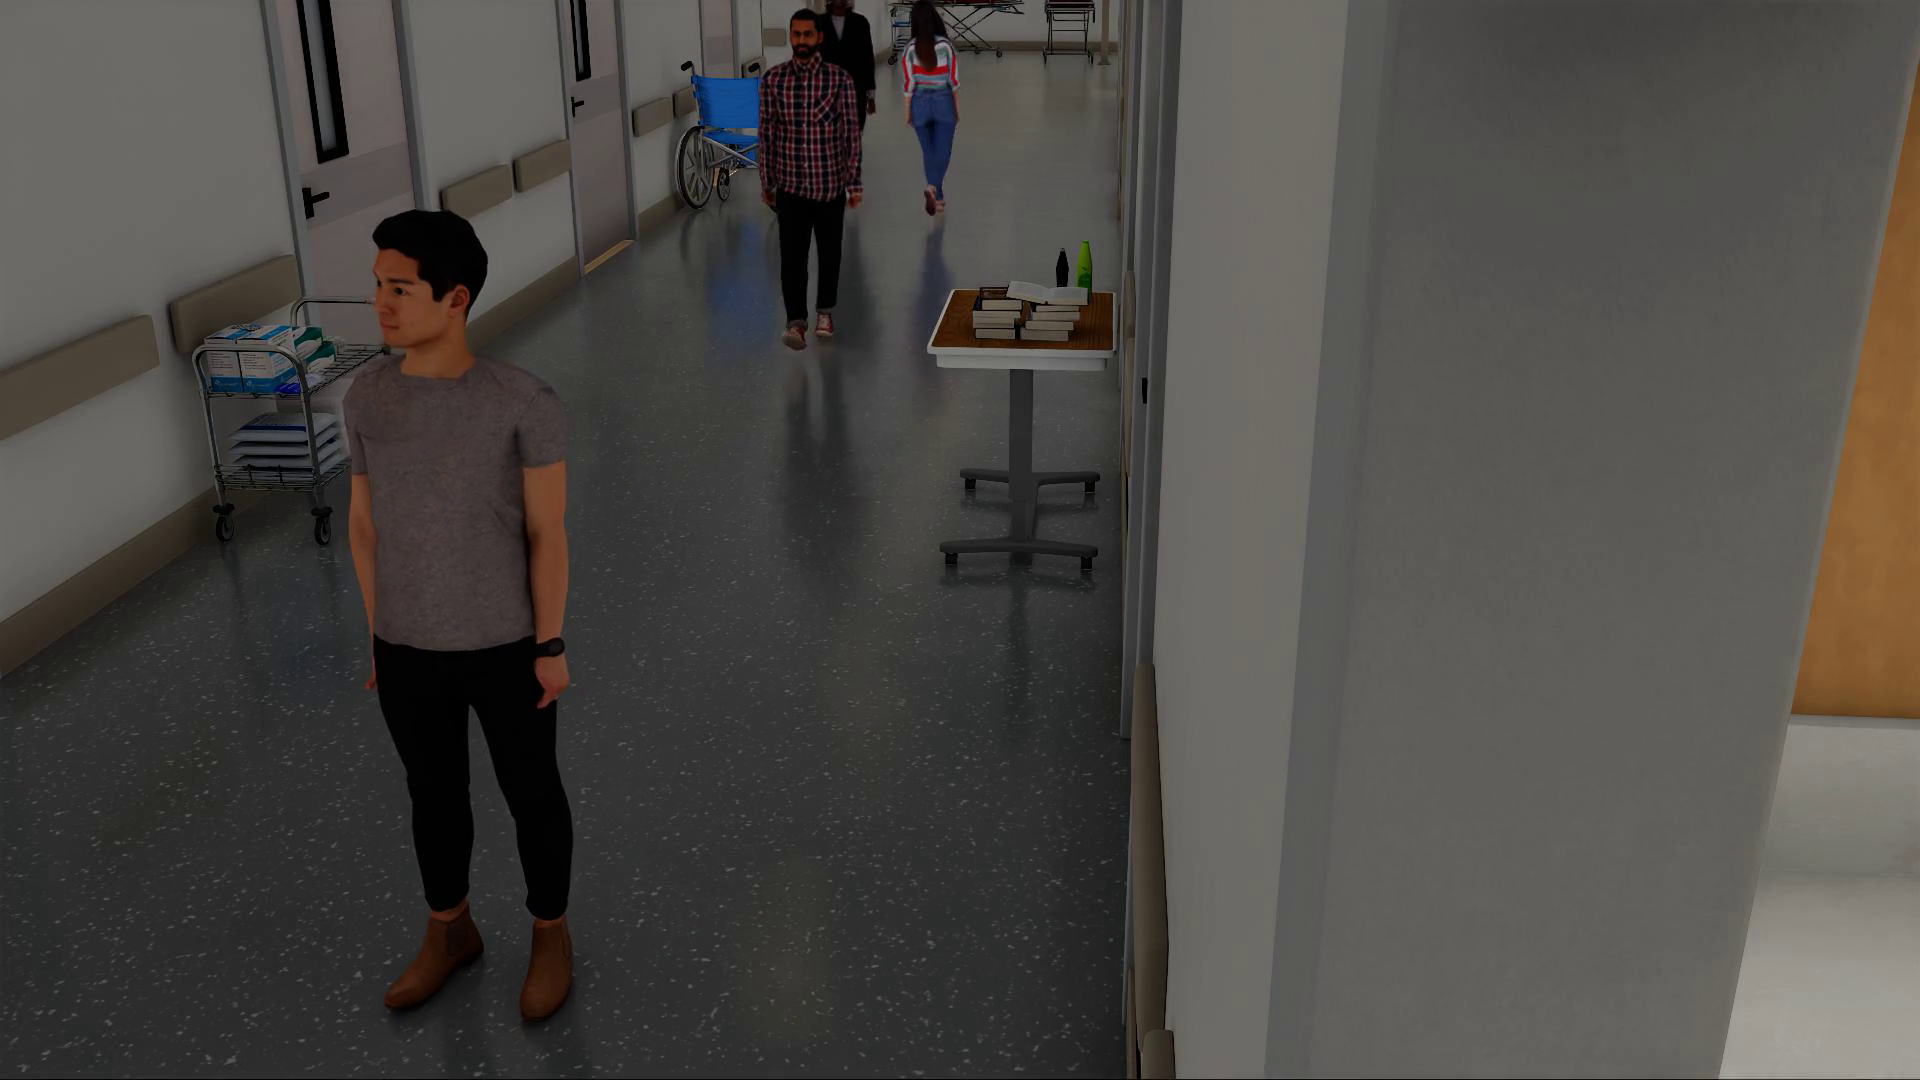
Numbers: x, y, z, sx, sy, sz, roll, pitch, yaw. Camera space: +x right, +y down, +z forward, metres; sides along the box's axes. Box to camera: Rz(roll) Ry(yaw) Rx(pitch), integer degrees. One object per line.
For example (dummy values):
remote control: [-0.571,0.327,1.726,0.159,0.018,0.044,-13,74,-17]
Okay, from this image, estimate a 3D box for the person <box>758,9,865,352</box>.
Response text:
person: [-0.779,-1.901,8.866,0.763,1.726,1.060,0,21,0]

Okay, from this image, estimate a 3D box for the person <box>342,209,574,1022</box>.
person: [-1.006,0.173,3.404,0.616,1.717,0.547,4,21,10]

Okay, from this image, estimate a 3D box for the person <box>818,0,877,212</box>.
person: [-0.903,-3.467,13.001,0.789,1.726,1.183,-2,21,-6]

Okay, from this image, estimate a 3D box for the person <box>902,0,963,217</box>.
person: [-0.208,-3.219,12.553,0.609,1.580,0.987,4,21,10]
